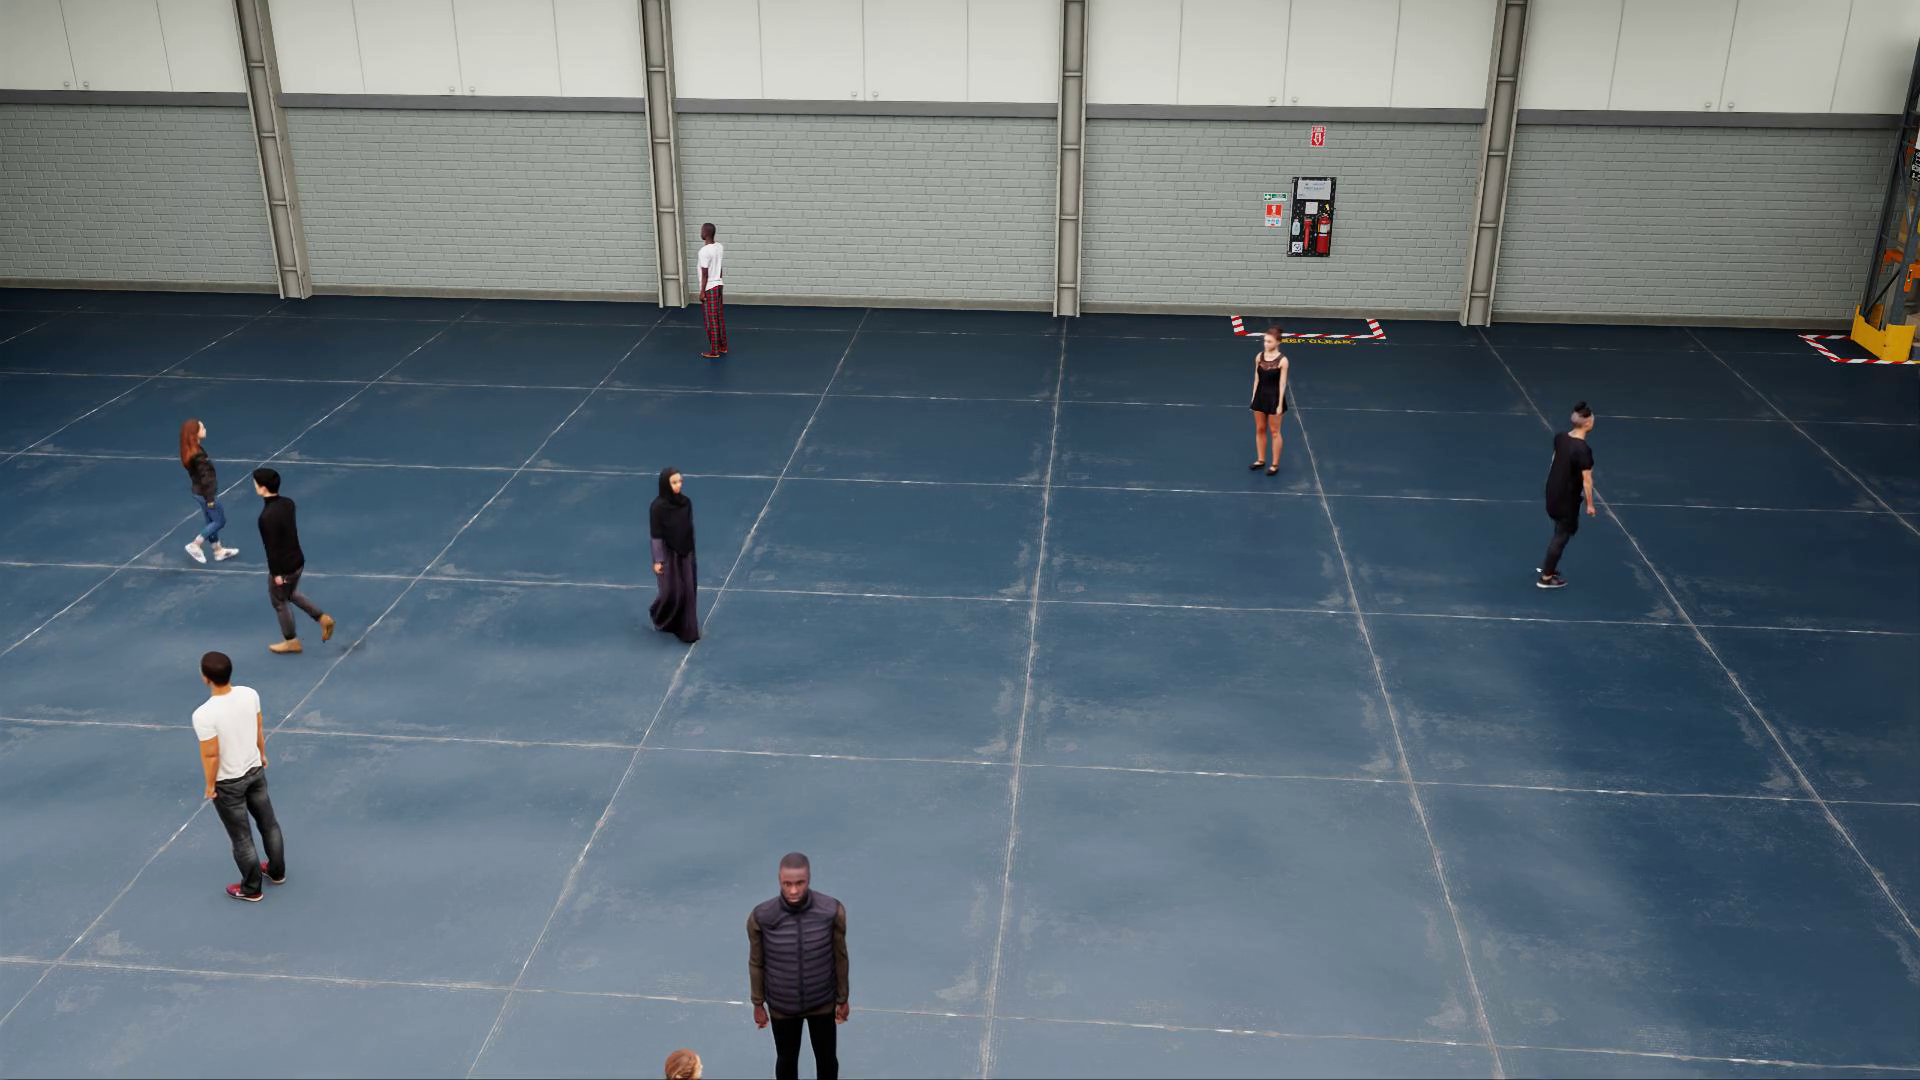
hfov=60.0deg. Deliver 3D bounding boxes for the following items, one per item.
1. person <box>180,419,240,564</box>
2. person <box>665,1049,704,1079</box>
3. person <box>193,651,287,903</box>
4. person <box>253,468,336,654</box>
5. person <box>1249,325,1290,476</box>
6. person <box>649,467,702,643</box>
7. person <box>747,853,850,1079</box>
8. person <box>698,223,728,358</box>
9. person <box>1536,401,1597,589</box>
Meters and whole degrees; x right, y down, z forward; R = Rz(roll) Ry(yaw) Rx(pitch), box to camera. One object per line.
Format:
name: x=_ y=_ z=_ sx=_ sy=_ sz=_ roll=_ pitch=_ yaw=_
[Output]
person: x=-7.408 y=-0.456 z=16.177 sx=0.849 sy=1.477 sz=0.788 roll=-18 pitch=29 yaw=-36
person: x=-1.400 y=3.036 z=8.547 sx=0.559 sy=1.021 sz=0.502 roll=-17 pitch=28 yaw=-34
person: x=-4.791 y=1.551 z=11.043 sx=0.663 sy=1.802 sz=0.704 roll=11 pitch=25 yaw=24
person: x=-5.773 y=0.187 z=14.368 sx=0.793 sy=1.710 sz=0.635 roll=2 pitch=23 yaw=5
person: x=3.459 y=-1.571 z=18.540 sx=0.679 sy=1.680 sz=0.750 roll=21 pitch=31 yaw=40
person: x=-2.557 y=0.108 z=14.684 sx=0.860 sy=1.608 sz=0.927 roll=-19 pitch=30 yaw=-38
person: x=-0.836 y=2.446 z=8.895 sx=0.583 sy=1.836 sz=0.785 roll=-3 pitch=23 yaw=-6
person: x=-3.376 y=-3.418 z=22.685 sx=0.642 sy=1.836 sz=0.717 roll=9 pitch=25 yaw=20
person: x=5.602 y=-0.415 z=15.593 sx=0.676 sy=1.858 sz=0.718 roll=-2 pitch=23 yaw=-5
